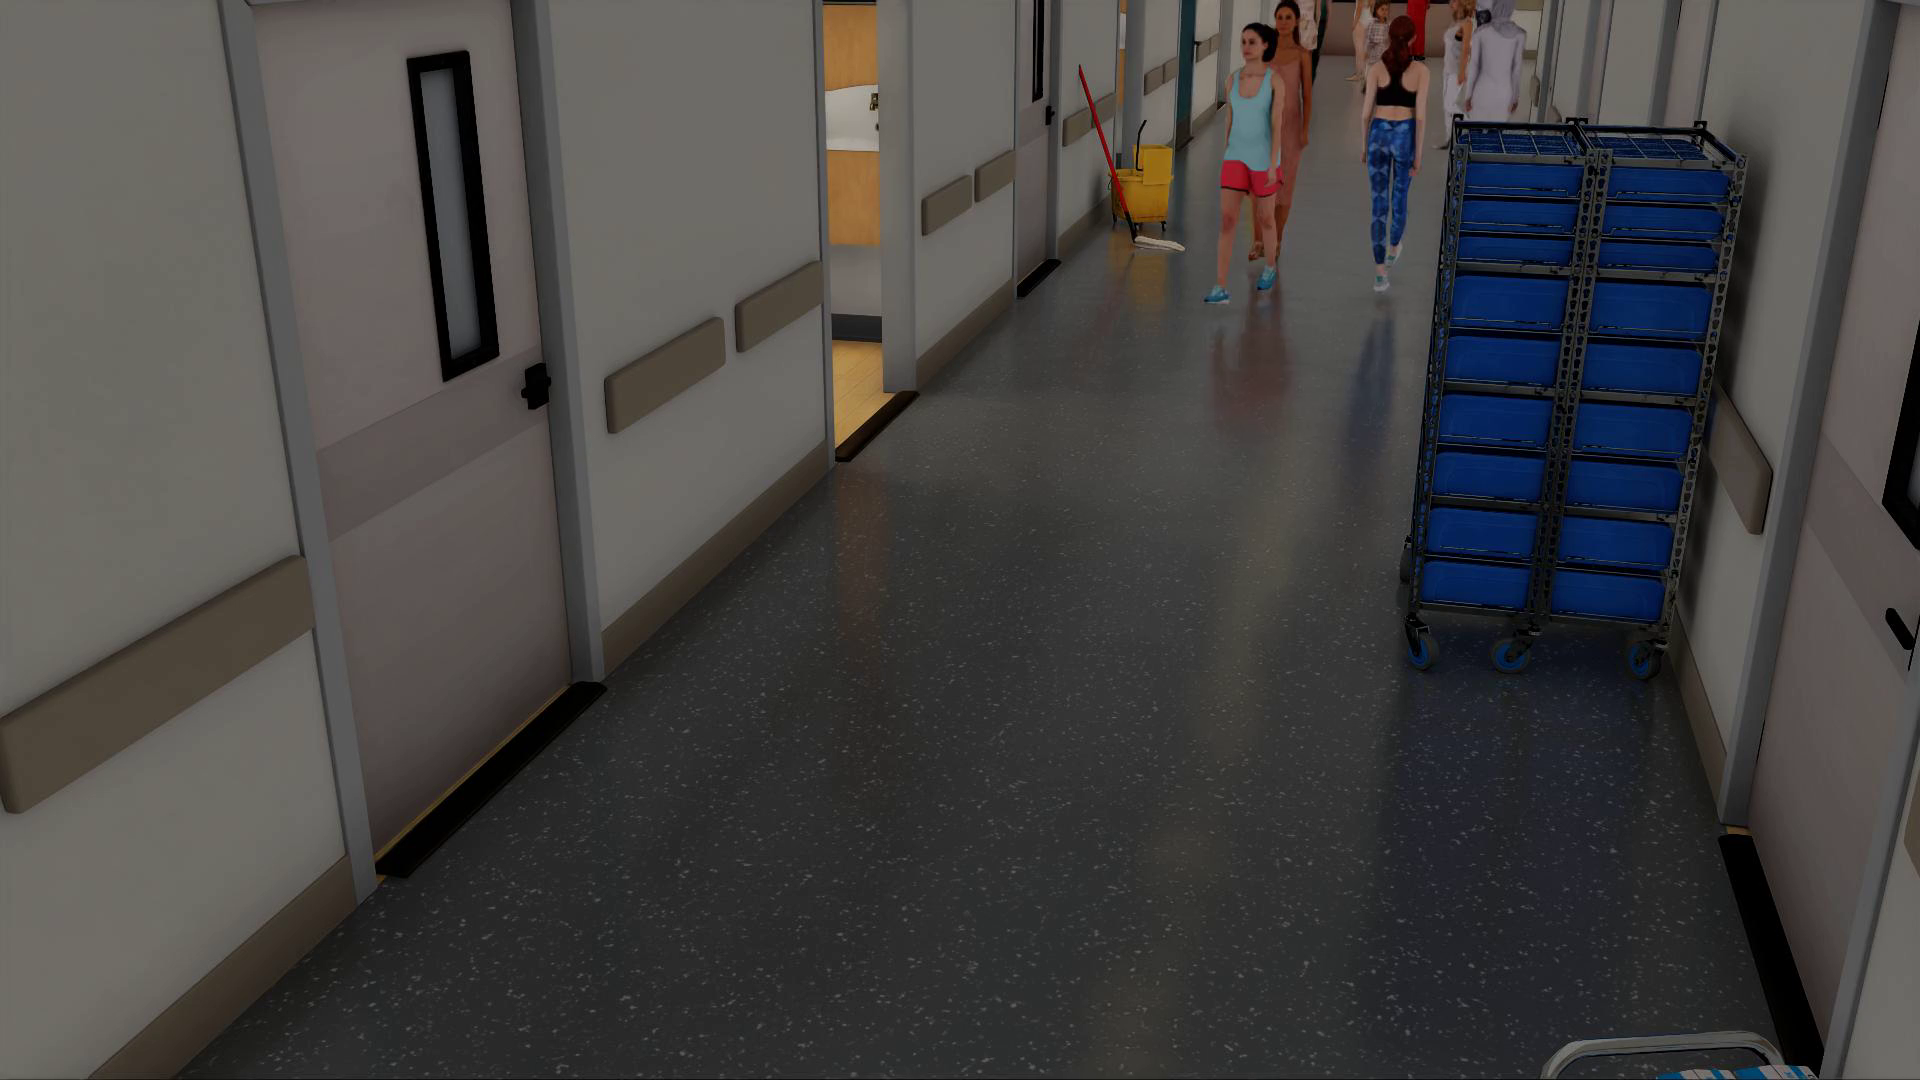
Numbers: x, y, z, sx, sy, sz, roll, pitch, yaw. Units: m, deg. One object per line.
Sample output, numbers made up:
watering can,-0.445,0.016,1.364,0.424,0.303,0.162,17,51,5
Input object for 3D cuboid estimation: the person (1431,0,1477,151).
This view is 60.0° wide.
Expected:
person,5.324,-4.960,17.564,0.747,1.663,0.721,0,21,0

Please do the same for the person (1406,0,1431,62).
person,7.770,-9.087,28.294,0.773,1.780,0.735,-16,26,-36

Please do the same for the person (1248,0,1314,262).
person,2.324,-2.939,12.005,0.647,1.820,0.728,8,22,20

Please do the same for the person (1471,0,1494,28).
person,8.281,-8.316,26.234,0.971,1.798,1.141,-6,21,-14

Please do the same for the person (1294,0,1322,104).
person,4.581,-6.701,22.056,0.647,1.736,0.646,16,26,36

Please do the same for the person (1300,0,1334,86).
person,5.098,-7.511,24.069,0.684,1.826,0.680,3,21,8

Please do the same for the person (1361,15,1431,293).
person,2.816,-2.468,10.899,0.560,1.723,1.233,6,21,15

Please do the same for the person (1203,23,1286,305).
person,1.920,-2.382,10.675,0.837,1.721,1.255,13,24,30

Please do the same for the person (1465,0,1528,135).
person,4.622,-3.831,14.436,0.609,1.767,0.591,7,22,17

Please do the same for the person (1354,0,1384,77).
person,6.249,-7.881,25.414,0.542,1.564,0.509,4,21,11

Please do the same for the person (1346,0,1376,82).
person,6.048,-7.729,24.903,0.584,1.643,0.683,-17,27,-38

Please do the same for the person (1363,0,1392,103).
person,5.558,-6.535,22.229,0.660,1.304,0.828,-1,21,-1
